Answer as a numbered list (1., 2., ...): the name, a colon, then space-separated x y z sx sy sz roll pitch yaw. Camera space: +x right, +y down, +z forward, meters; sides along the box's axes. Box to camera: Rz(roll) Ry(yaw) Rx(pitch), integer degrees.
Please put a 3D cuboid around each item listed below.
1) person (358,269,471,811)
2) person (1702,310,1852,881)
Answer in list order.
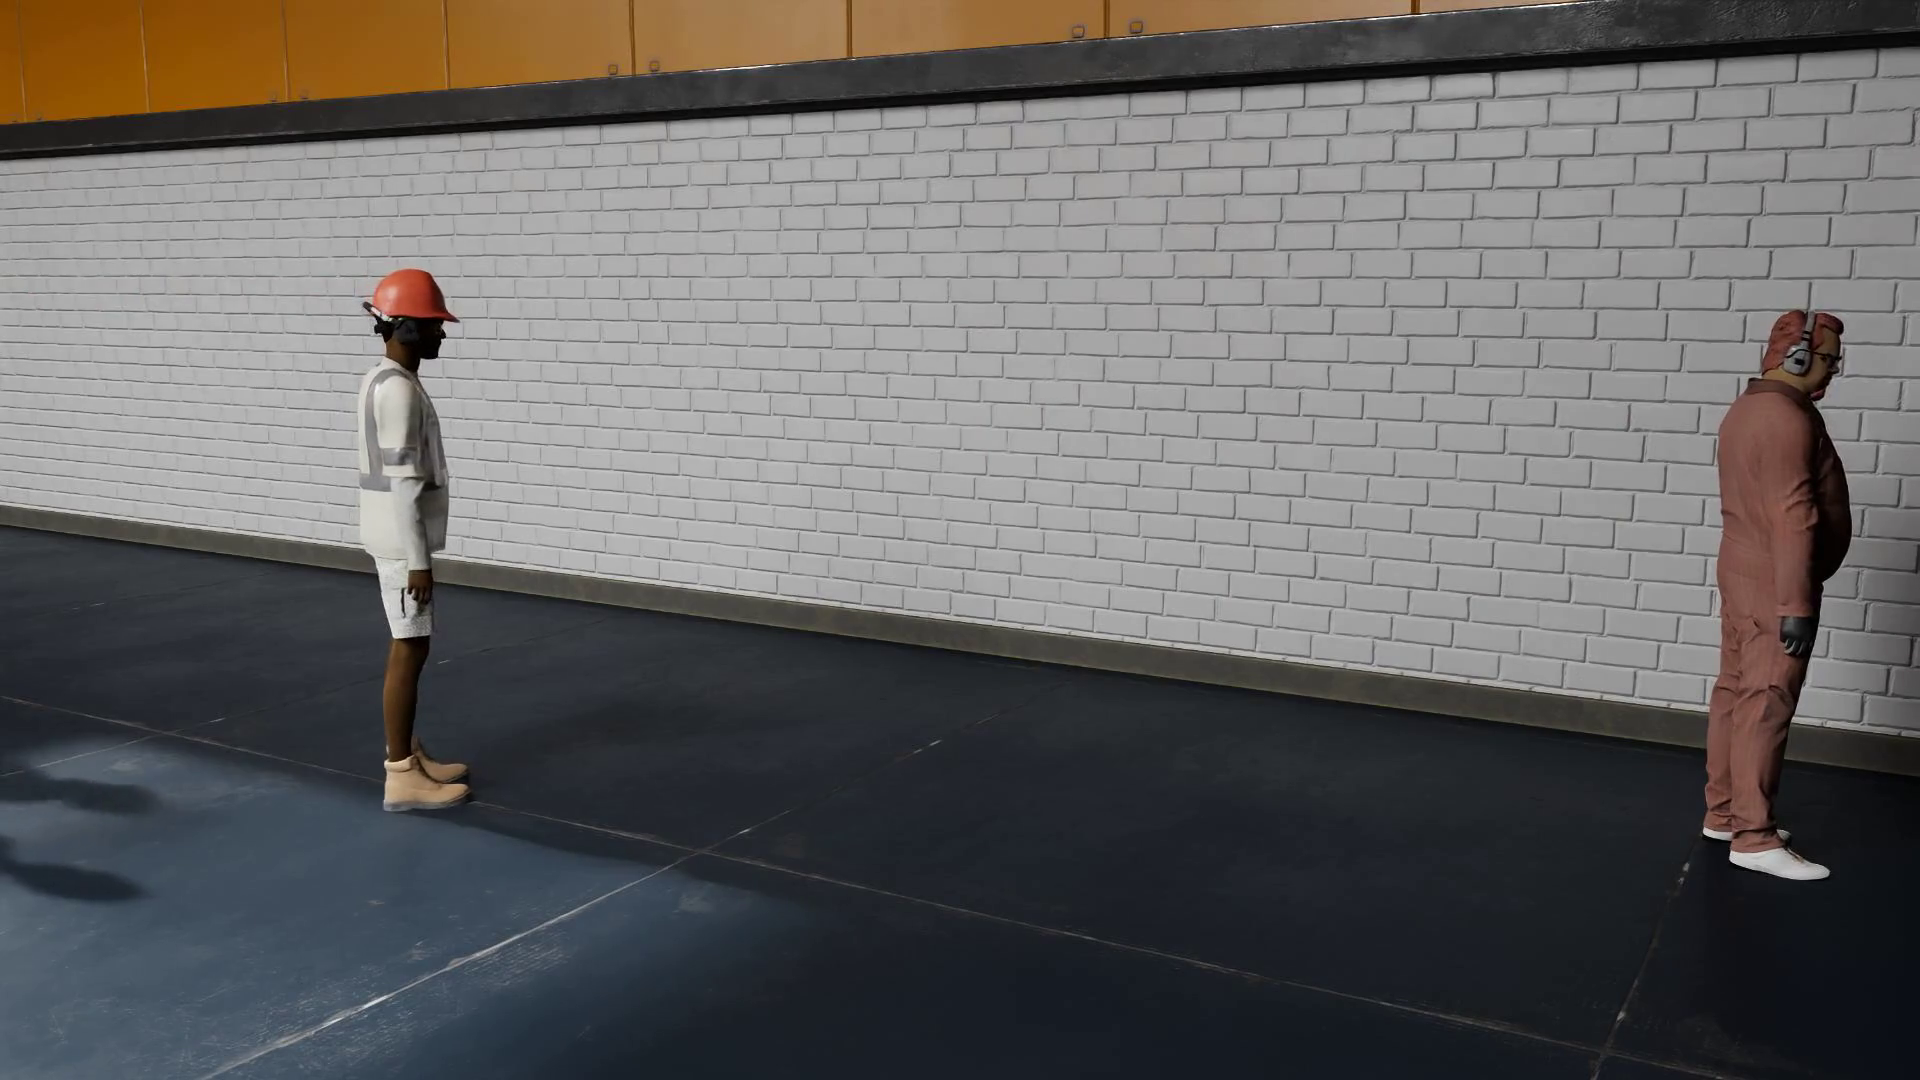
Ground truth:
1. person: -2.067 0.003 6.323 0.399 2.036 0.609 -4 10 -21
2. person: 2.790 0.176 5.662 0.407 1.902 0.639 2 9 10
